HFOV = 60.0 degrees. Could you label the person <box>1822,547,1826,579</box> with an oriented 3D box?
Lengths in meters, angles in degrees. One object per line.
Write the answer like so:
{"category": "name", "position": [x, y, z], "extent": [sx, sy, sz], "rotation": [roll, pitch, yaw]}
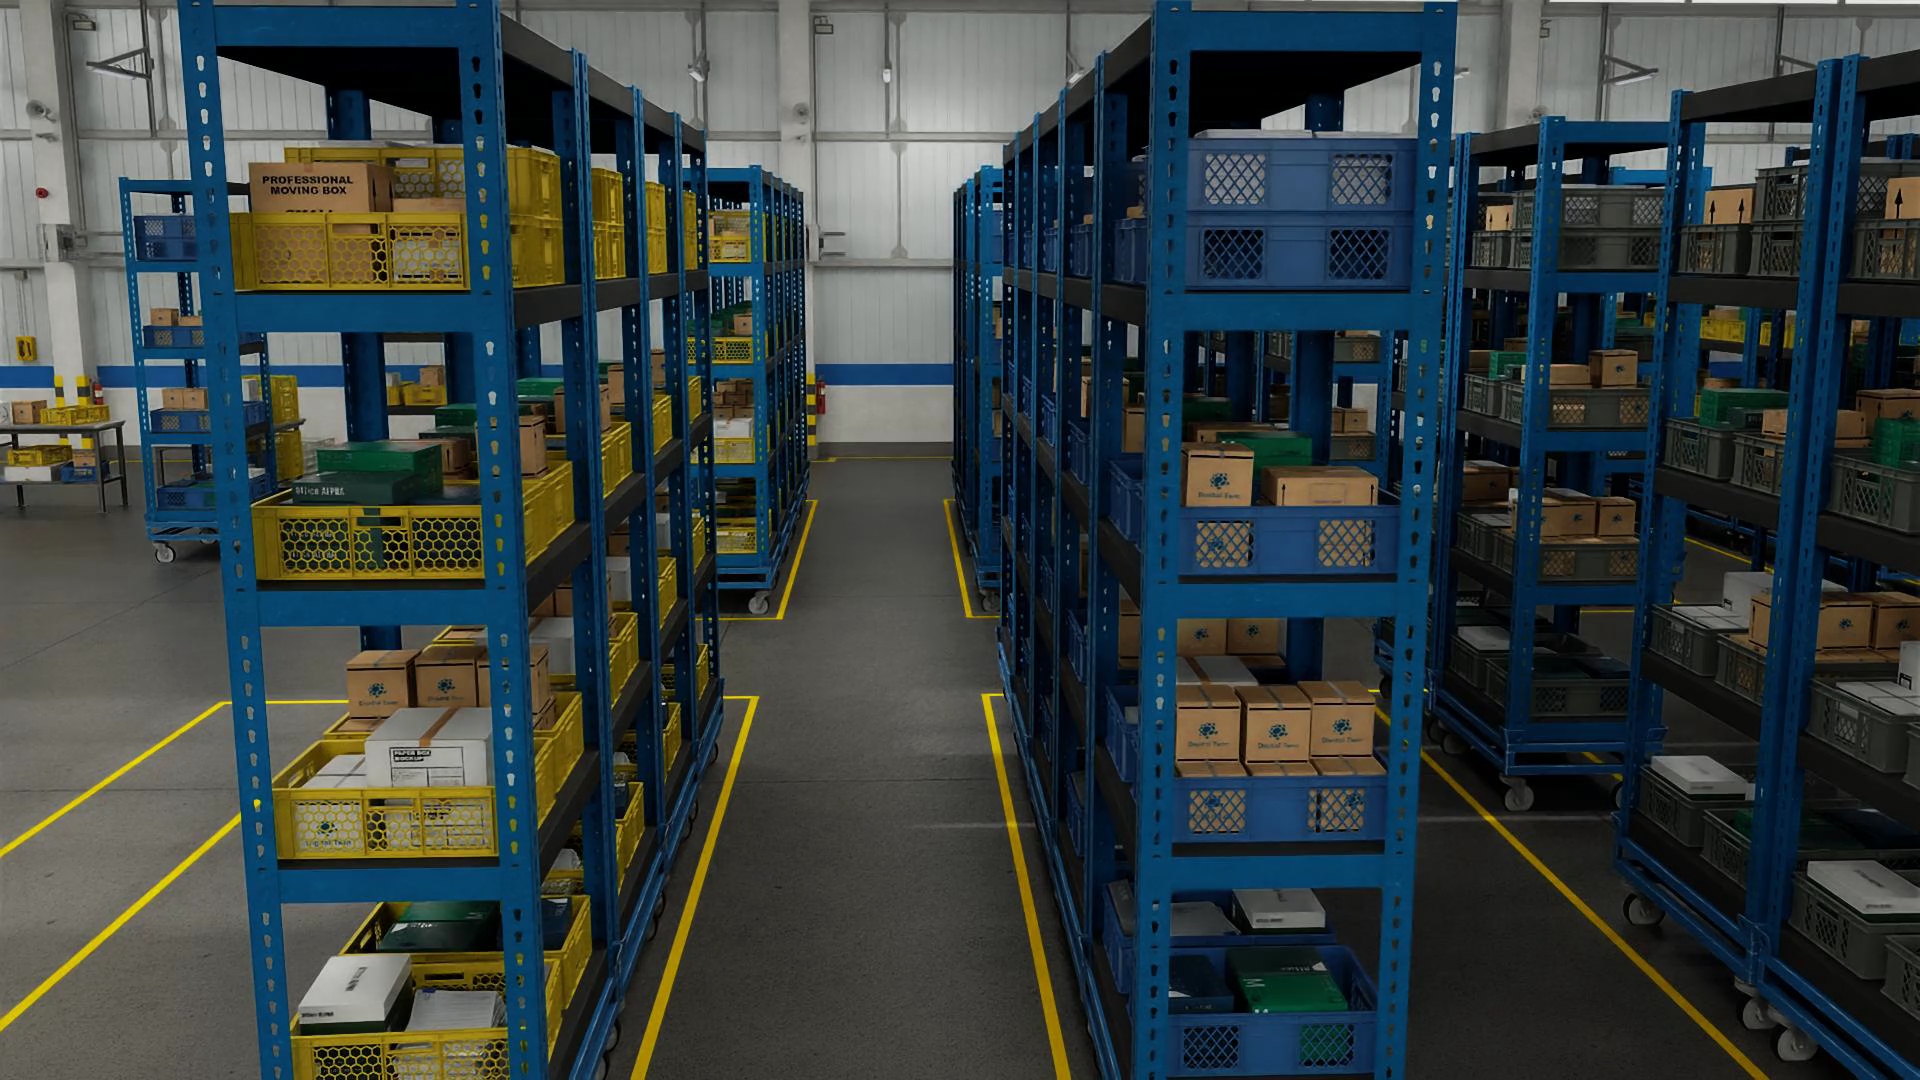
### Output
{"category": "person", "position": [6.314, -0.206, 12.379], "extent": [0.404, 2.033, 0.608], "rotation": [4, 11, 21]}
